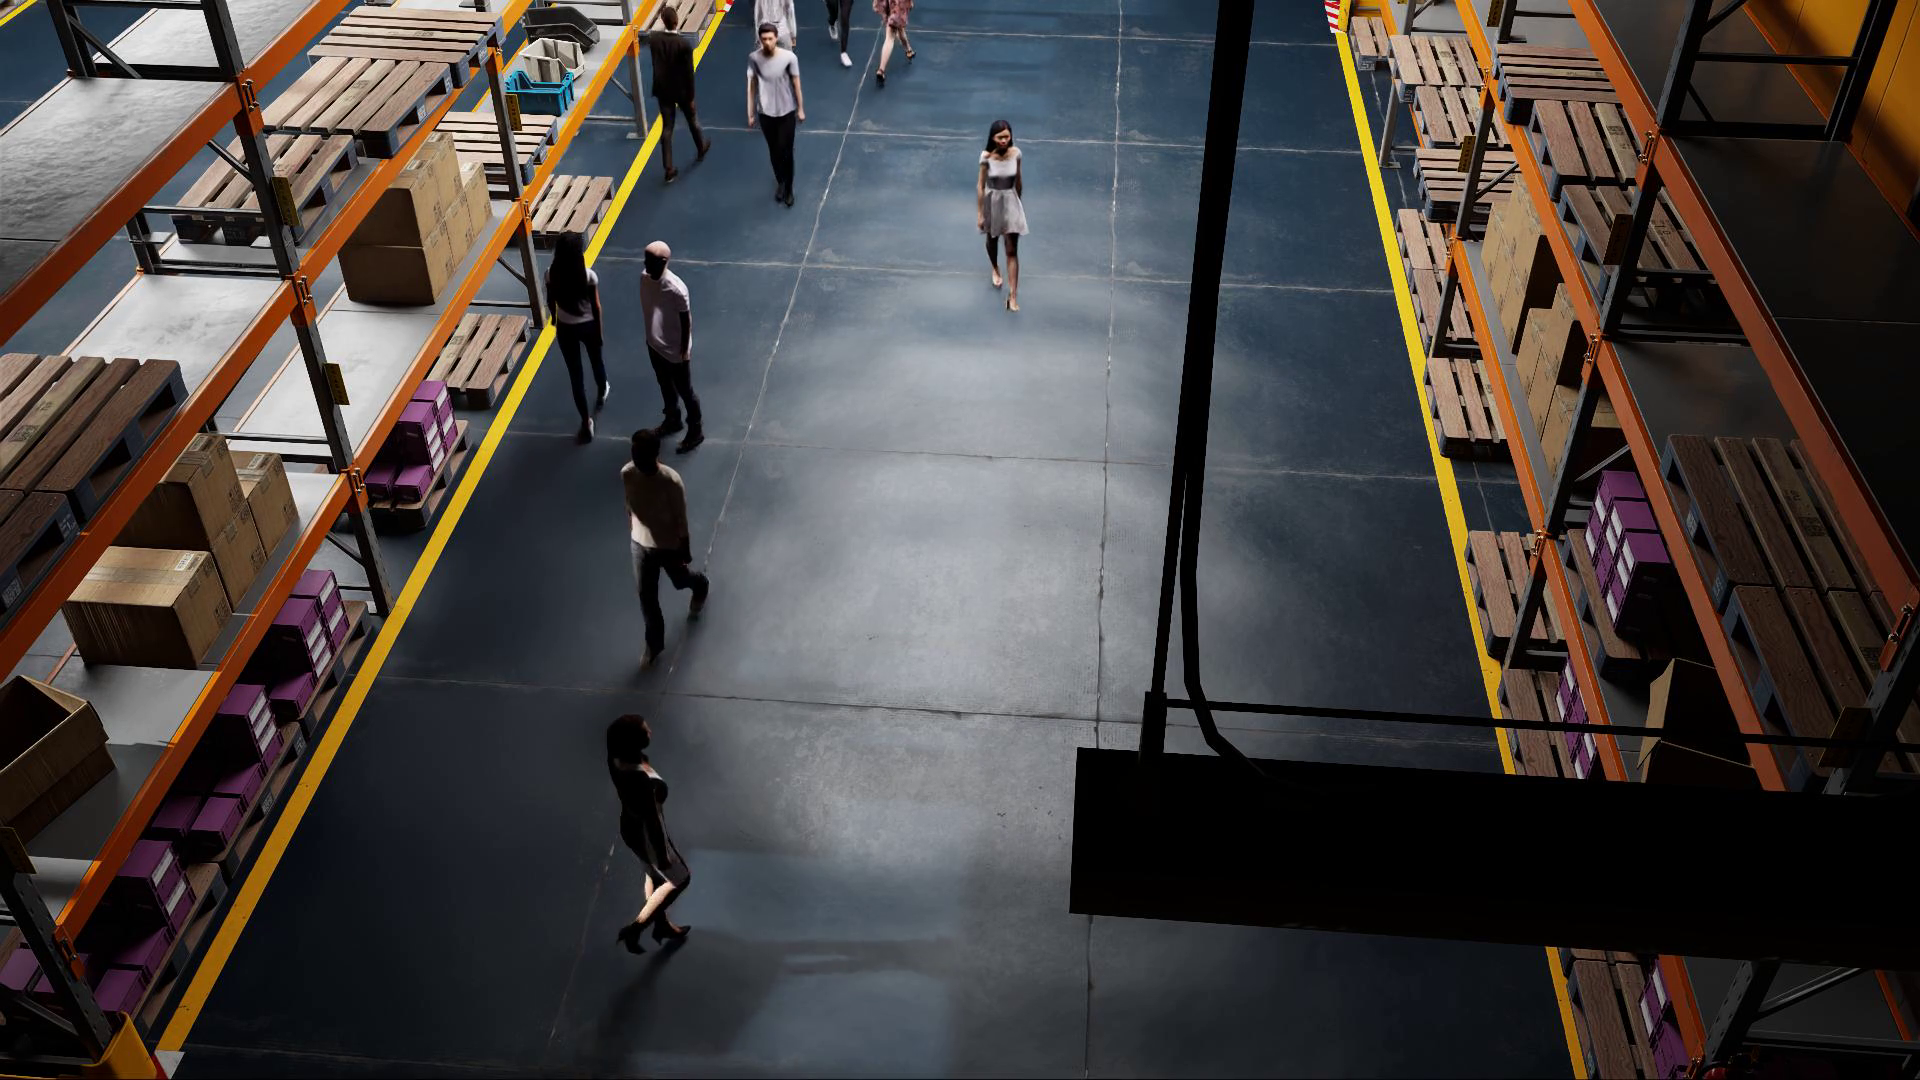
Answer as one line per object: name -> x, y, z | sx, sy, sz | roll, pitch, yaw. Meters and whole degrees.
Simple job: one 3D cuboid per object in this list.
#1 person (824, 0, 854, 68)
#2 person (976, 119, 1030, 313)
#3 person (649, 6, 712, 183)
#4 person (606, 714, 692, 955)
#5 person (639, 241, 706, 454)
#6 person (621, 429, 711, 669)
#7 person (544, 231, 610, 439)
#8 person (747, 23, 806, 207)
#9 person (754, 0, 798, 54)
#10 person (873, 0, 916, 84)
person -> -1.447, -6.511, 19.602 | 0.847, 1.717, 1.132 | -10, 40, -12
person -> 0.338, -3.038, 15.237 | 0.827, 1.737, 1.189 | -7, 39, -8
person -> -2.970, -4.541, 17.102 | 0.812, 1.759, 1.160 | 9, 39, 11
person -> -1.803, 1.706, 9.257 | 0.859, 1.787, 0.799 | -26, 45, -29
person -> -2.320, -1.568, 13.322 | 0.756, 1.831, 0.790 | 31, 48, 33
person -> -2.018, -0.042, 11.451 | 0.870, 1.781, 1.203 | 13, 40, 16
person -> -3.089, -1.615, 13.448 | 0.741, 1.746, 1.011 | -5, 39, -6
person -> -1.833, -4.342, 16.776 | 0.690, 1.854, 0.644 | 3, 39, 4
person -> -2.043, -5.511, 18.321 | 0.635, 1.753, 0.870 | 6, 39, 8
person -> -0.782, -6.070, 19.056 | 0.823, 1.709, 1.214 | 13, 40, 15
